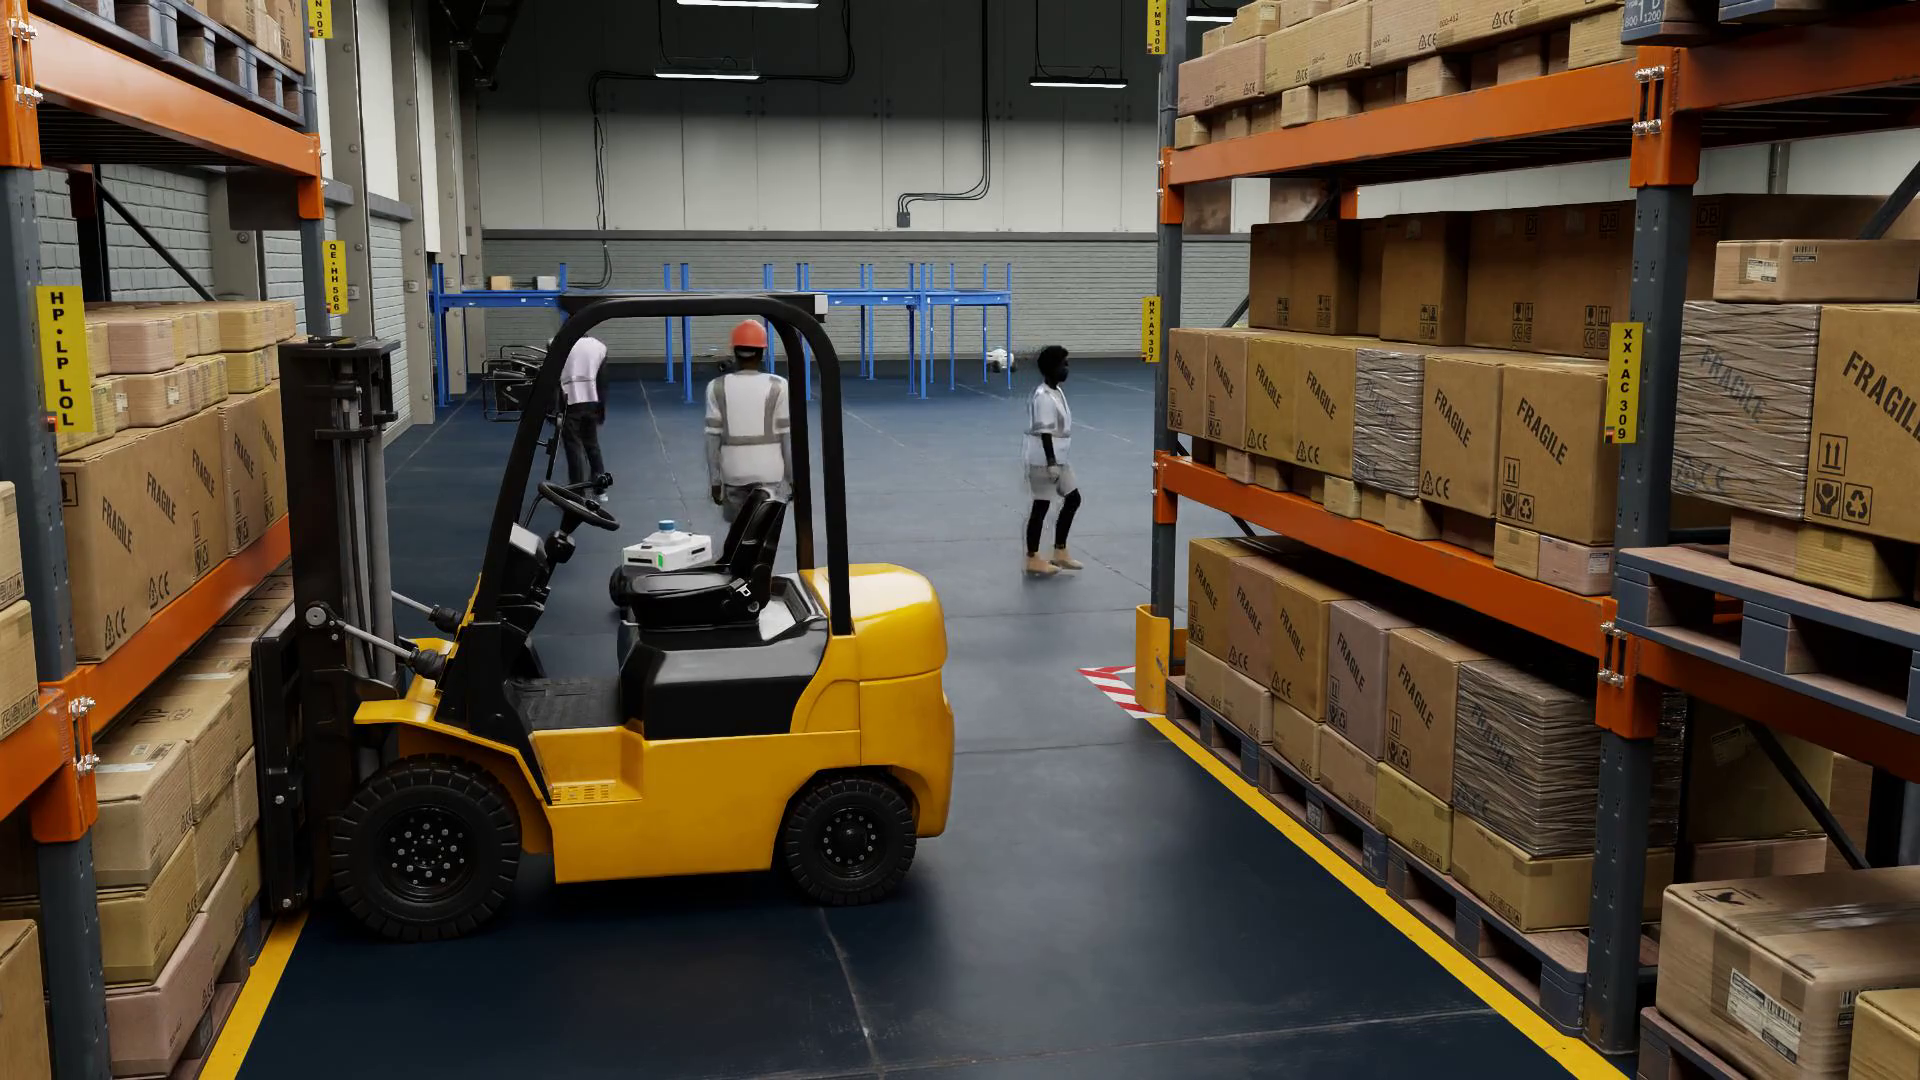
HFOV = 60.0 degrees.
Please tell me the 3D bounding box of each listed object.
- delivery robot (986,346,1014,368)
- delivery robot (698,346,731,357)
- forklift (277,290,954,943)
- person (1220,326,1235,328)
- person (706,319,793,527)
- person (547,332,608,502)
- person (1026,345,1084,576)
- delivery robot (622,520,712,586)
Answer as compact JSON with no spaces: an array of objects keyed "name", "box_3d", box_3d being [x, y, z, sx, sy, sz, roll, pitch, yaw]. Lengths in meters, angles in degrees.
[{"name":"delivery robot","box_3d":[0.862,-3.946,35.961,0.477,0.478,0.707,-5,11,-28]},{"name":"delivery robot","box_3d":[-5.309,-4.077,35.968,0.698,0.223,0.335,1,9,3]},{"name":"forklift","box_3d":[-1.179,0.175,6.143,2.313,2.155,1.214,-2,10,-12]},{"name":"person","box_3d":[2.663,-1.288,16.486,0.944,1.683,0.494,-6,11,-33]},{"name":"person","box_3d":[-1.309,-0.423,10.503,0.557,1.921,0.421,1,9,4]},{"name":"person","box_3d":[-3.598,-1.255,15.719,0.629,1.882,0.397,-8,12,-42]},{"name":"person","box_3d":[0.720,-0.570,12.095,0.538,1.677,0.563,2,10,14]},{"name":"delivery robot","box_3d":[-1.973,0.112,11.229,0.477,0.478,0.707,4,10,21]}]
